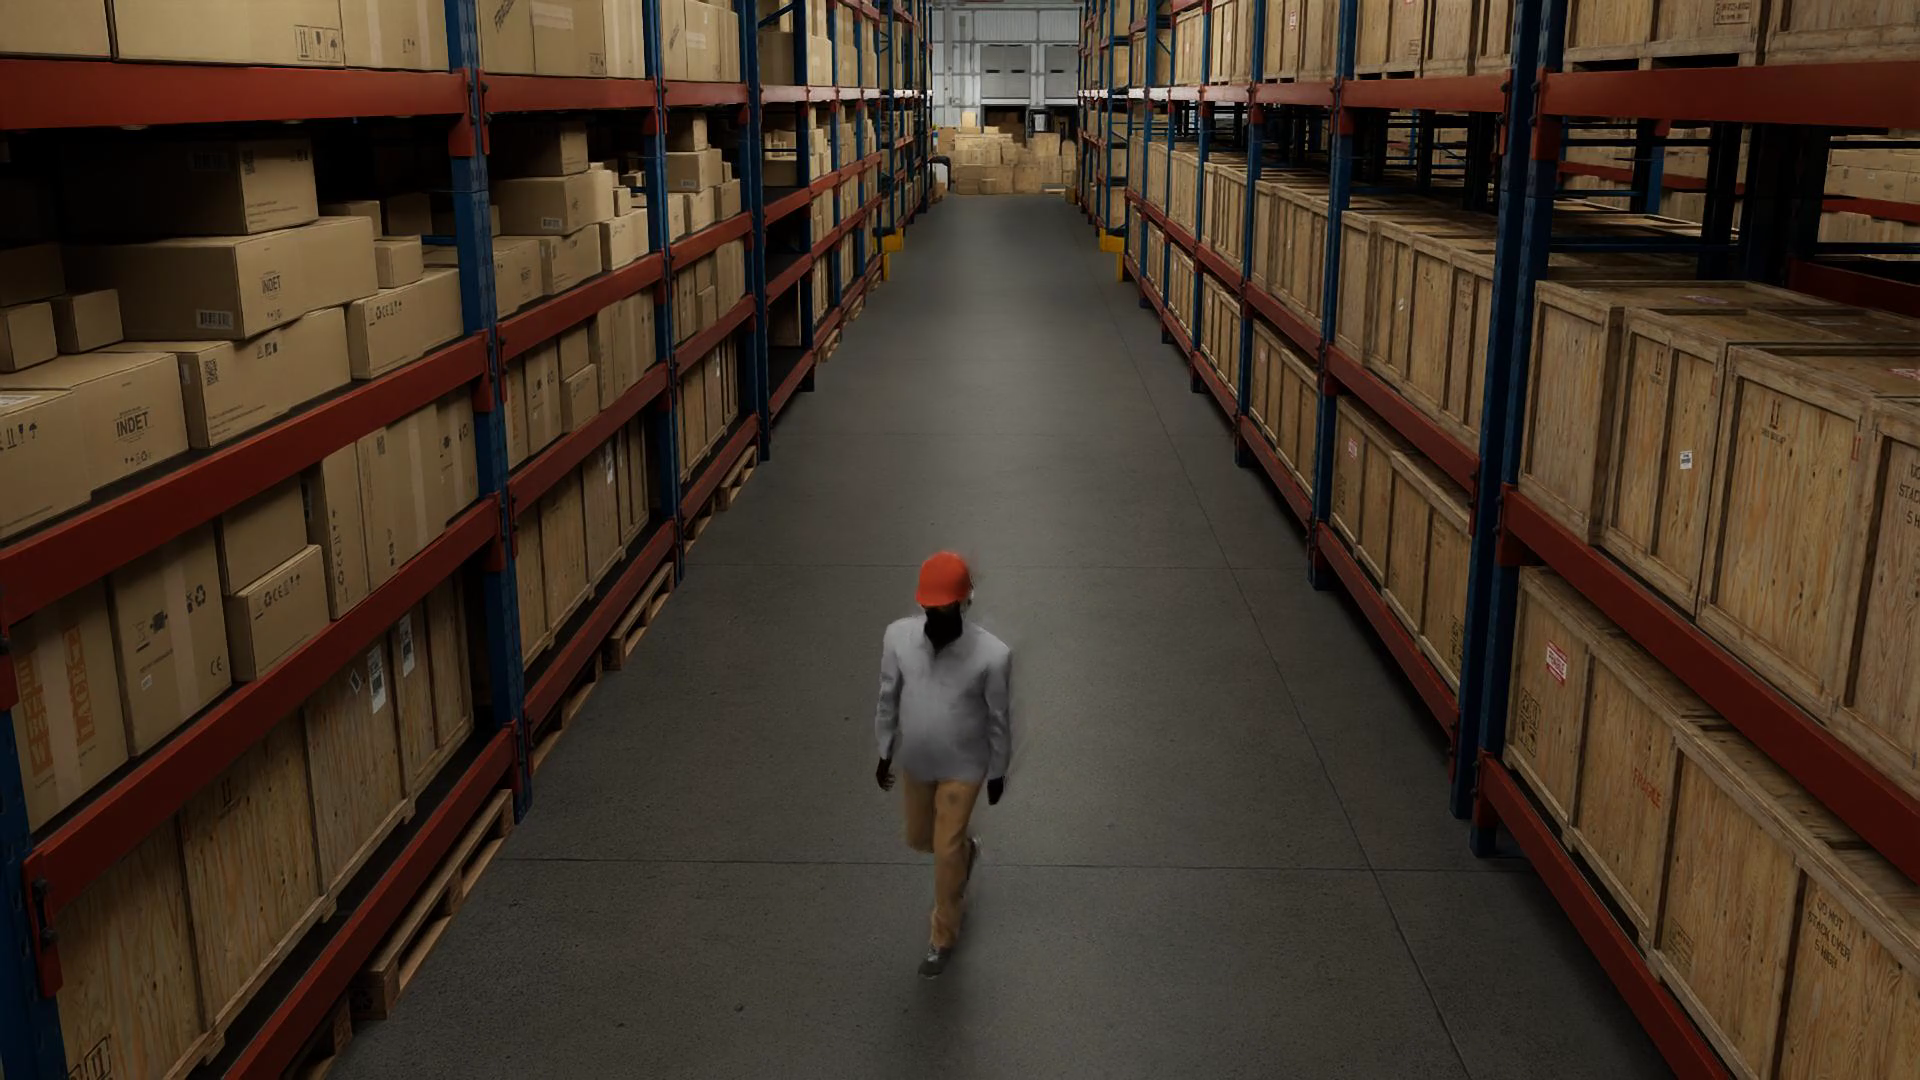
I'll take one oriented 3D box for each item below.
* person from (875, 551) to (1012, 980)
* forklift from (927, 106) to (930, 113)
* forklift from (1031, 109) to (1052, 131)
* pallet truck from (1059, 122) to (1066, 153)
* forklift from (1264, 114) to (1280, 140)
[{"bbox_3d":[-0.043,0.852,6.791,0.568,1.732,0.678,7,17,25],"label":"person"},{"bbox_3d":[-2.001,-20.667,84.687,1.129,2.768,1.873,0,15,2],"label":"forklift"},{"bbox_3d":[3.432,-16.803,70.309,1.129,2.768,1.873,0,15,2],"label":"forklift"},{"bbox_3d":[5.788,-21.111,88.014,1.885,1.965,0.823,5,16,18],"label":"pallet truck"},{"bbox_3d":[11.029,-14.015,59.936,1.129,2.768,1.873,0,15,2],"label":"forklift"}]
